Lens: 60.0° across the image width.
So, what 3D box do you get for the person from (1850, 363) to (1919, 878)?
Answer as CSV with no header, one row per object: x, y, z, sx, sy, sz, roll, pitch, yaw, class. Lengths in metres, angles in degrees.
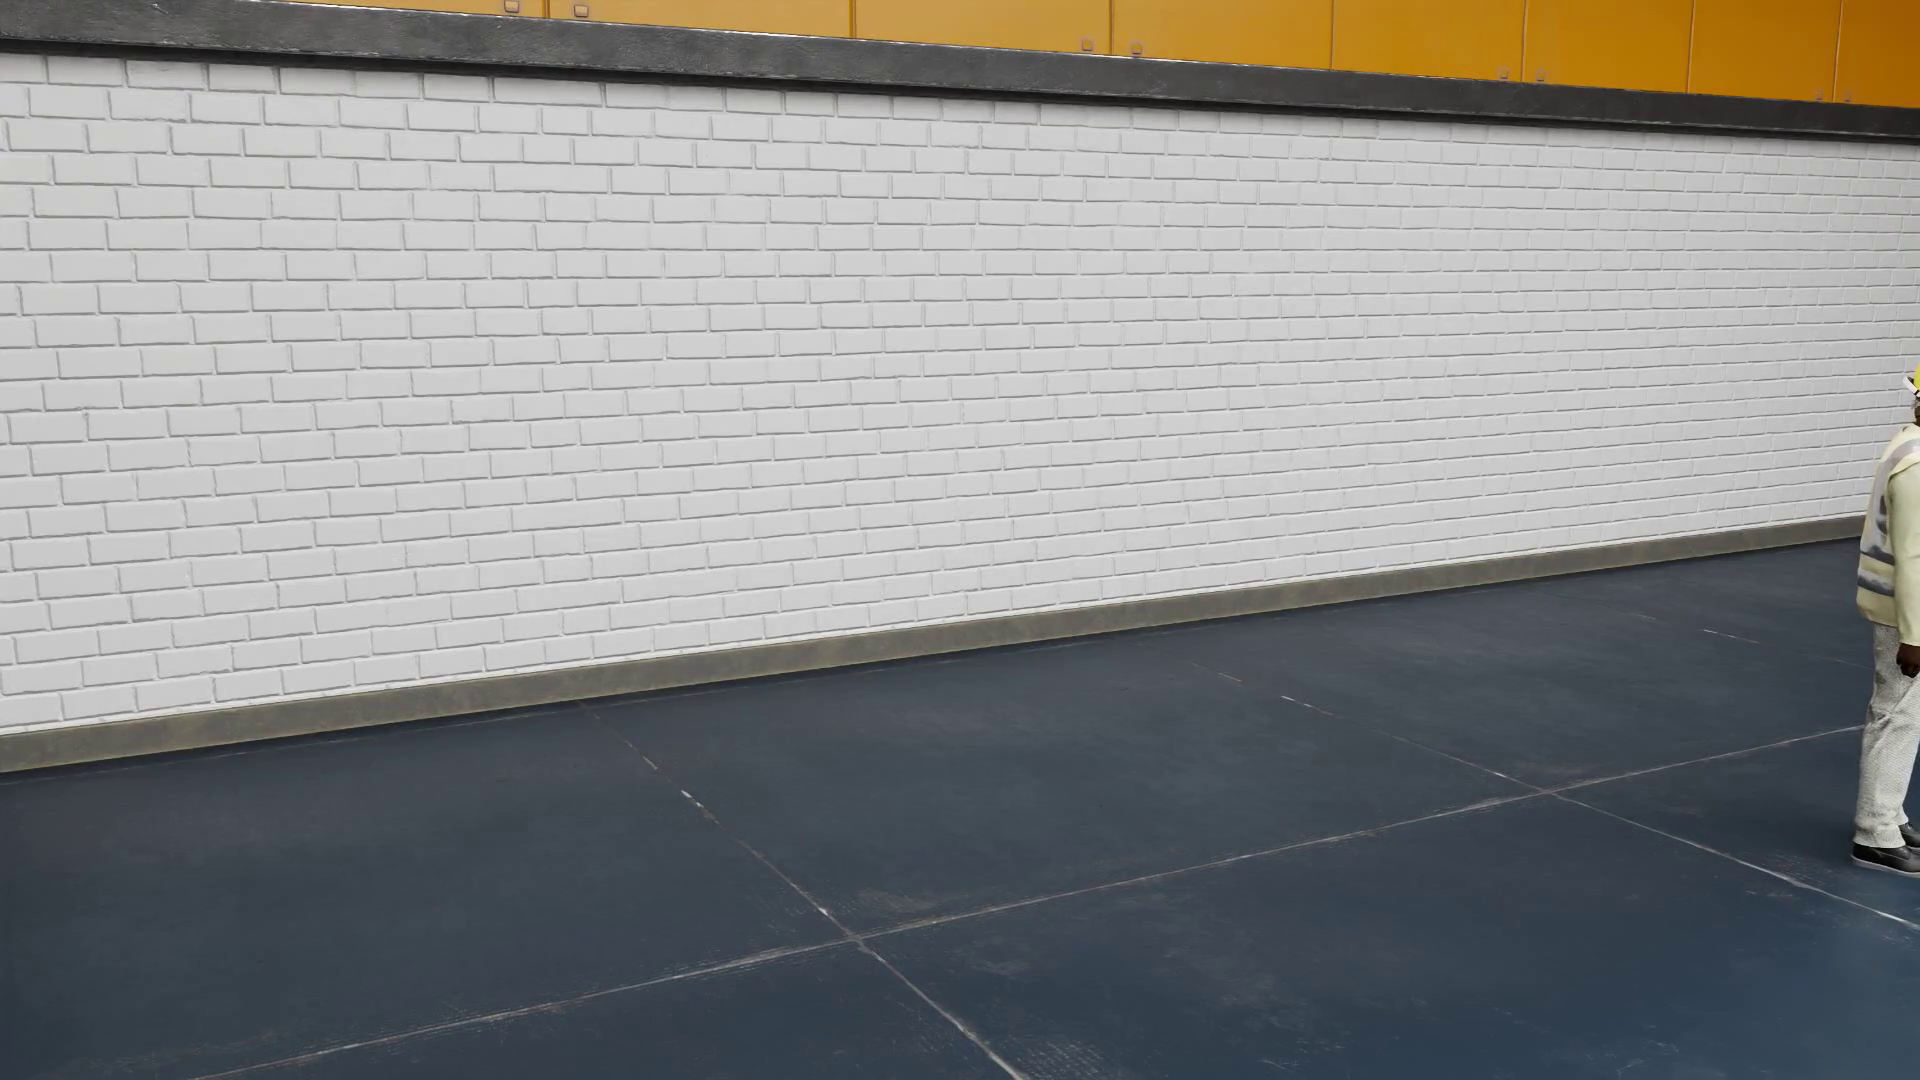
3.295,0.240,5.701,0.403,1.825,0.591,6,11,30,person
